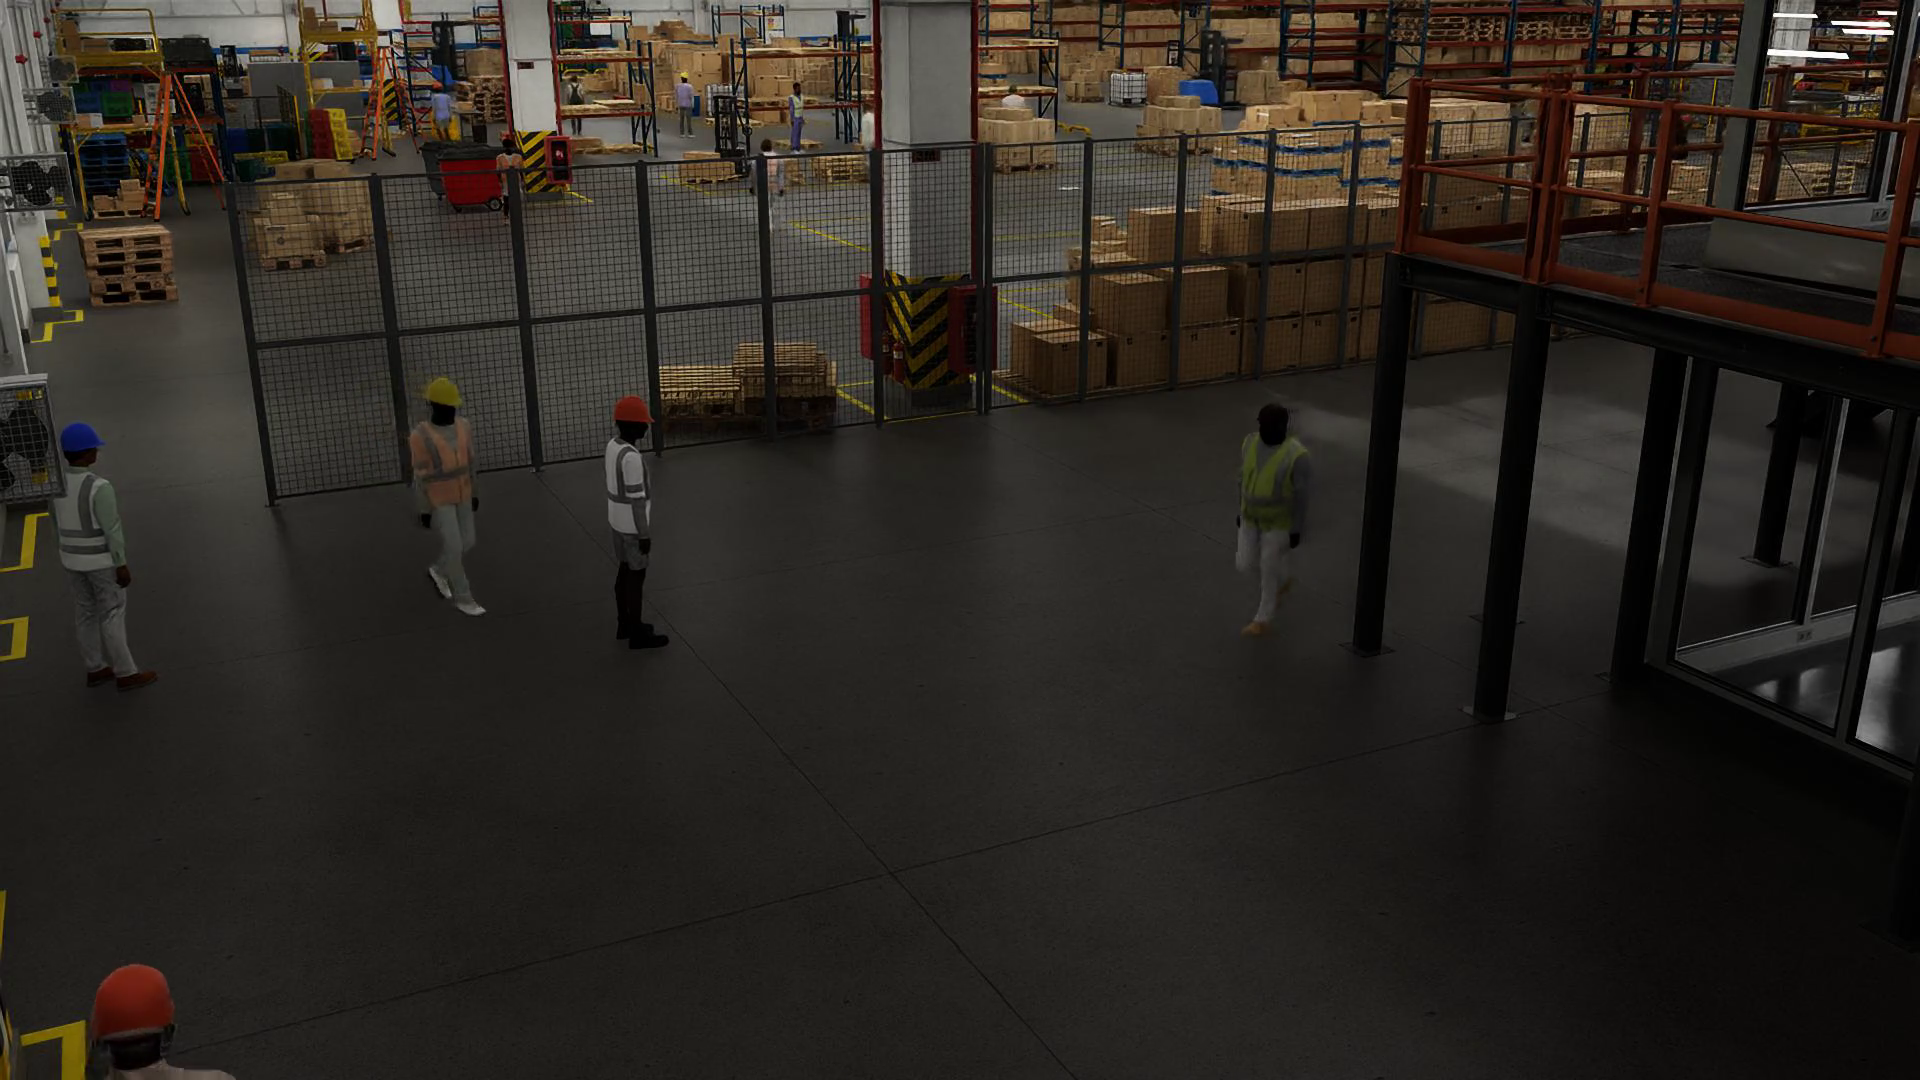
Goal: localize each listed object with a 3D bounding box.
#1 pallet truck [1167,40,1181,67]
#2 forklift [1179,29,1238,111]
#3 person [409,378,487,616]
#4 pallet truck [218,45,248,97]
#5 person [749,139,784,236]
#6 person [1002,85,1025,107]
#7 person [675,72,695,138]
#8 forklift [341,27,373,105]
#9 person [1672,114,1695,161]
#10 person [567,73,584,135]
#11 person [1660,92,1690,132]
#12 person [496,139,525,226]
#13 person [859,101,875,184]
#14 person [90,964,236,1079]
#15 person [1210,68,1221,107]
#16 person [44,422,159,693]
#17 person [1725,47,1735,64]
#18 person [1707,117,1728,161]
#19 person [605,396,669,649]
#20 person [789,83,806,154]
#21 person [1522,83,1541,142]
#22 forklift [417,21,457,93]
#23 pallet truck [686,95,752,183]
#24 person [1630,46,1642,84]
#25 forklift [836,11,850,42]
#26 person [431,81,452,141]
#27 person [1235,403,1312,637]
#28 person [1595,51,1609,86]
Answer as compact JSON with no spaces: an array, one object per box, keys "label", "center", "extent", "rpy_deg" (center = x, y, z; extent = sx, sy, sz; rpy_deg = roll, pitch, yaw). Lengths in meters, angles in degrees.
[{"label":"pallet truck","center":[9.045,-19.971,69.895],"extent":[0.823,1.965,1.885],"rpy_deg":[-3,19,-8]},{"label":"forklift","center":[8.801,-16.629,58.875],"extent":[1.873,2.768,1.129],"rpy_deg":[-9,21,-25]},{"label":"person","center":[-4.083,-0.365,13.195],"extent":[0.672,1.914,0.596],"rpy_deg":[11,22,30]},{"label":"pallet truck","center":[-28.879,-18.665,66.111],"extent":[0.823,1.965,1.885],"rpy_deg":[-3,19,-9]},{"label":"person","center":[-3.734,-6.798,32.022],"extent":[0.621,1.792,0.964],"rpy_deg":[-10,21,-26]},{"label":"person","center":[1.426,-11.212,44.596],"extent":[0.633,1.936,0.353],"rpy_deg":[-4,19,-12]},{"label":"person","center":[-8.271,-13.091,50.061],"extent":[0.591,1.923,0.381],"rpy_deg":[4,19,11]},{"label":"forklift","center":[-22.275,-17.346,60.954],"extent":[1.873,2.768,1.129],"rpy_deg":[-9,21,-25]},{"label":"person","center":[15.317,-8.120,35.594],"extent":[0.854,1.966,0.622],"rpy_deg":[5,20,13]},{"label":"person","center":[-11.744,-13.333,50.897],"extent":[0.503,1.826,0.630],"rpy_deg":[-3,19,-10]},{"label":"person","center":[17.672,-10.091,41.190],"extent":[0.686,2.000,0.741],"rpy_deg":[2,19,7]},{"label":"person","center":[-8.937,-7.127,33.116],"extent":[0.536,1.697,0.322],"rpy_deg":[-7,20,-19]},{"label":"person","center":[-2.206,-9.410,39.391],"extent":[0.483,1.927,0.674],"rpy_deg":[6,20,16]},{"label":"person","center":[-2.580,2.307,5.384],"extent":[0.607,1.959,0.945],"rpy_deg":[-10,22,-27]},{"label":"person","center":[9.102,-16.294,59.515],"extent":[0.535,1.818,1.004],"rpy_deg":[-11,22,-28]},{"label":"person","center":[-6.094,0.124,11.717],"extent":[0.605,1.948,0.404],"rpy_deg":[8,21,23]},{"label":"person","center":[33.532,-20.621,72.381],"extent":[0.850,1.588,0.512],"rpy_deg":[-1,19,-4]},{"label":"person","center":[16.997,-8.608,37.238],"extent":[0.994,1.815,0.537],"rpy_deg":[5,20,15]},{"label":"person","center":[-2.443,-0.137,12.498],"extent":[0.375,1.932,0.549],"rpy_deg":[-10,22,-28]},{"label":"person","center":[-4.493,-11.589,45.717],"extent":[0.374,1.917,0.596],"rpy_deg":[9,21,25]},{"label":"person","center":[16.760,-12.544,48.491],"extent":[0.547,1.918,0.749],"rpy_deg":[-9,21,-24]},{"label":"forklift","center":[-21.158,-19.650,67.631],"extent":[1.129,2.768,1.873],"rpy_deg":[13,23,33]},{"label":"pallet truck","center":[-5.836,-9.608,39.856],"extent":[0.823,1.965,1.885],"rpy_deg":[10,22,27]},{"label":"person","center":[27.727,-19.378,68.438],"extent":[0.633,1.834,0.430],"rpy_deg":[-14,24,-36]},{"label":"forklift","center":[-5.836,-25.025,83.213],"extent":[1.873,2.768,1.129],"rpy_deg":[-9,21,-25]},{"label":"person","center":[-14.407,-11.766,46.232],"extent":[0.578,1.911,0.495],"rpy_deg":[-15,24,-37]},{"label":"person","center":[2.390,-0.172,12.752],"extent":[0.528,1.828,0.647],"rpy_deg":[-17,25,-40]},{"label":"person","center":[26.034,-18.976,67.503],"extent":[0.535,1.671,0.708],"rpy_deg":[16,24,38]}]
